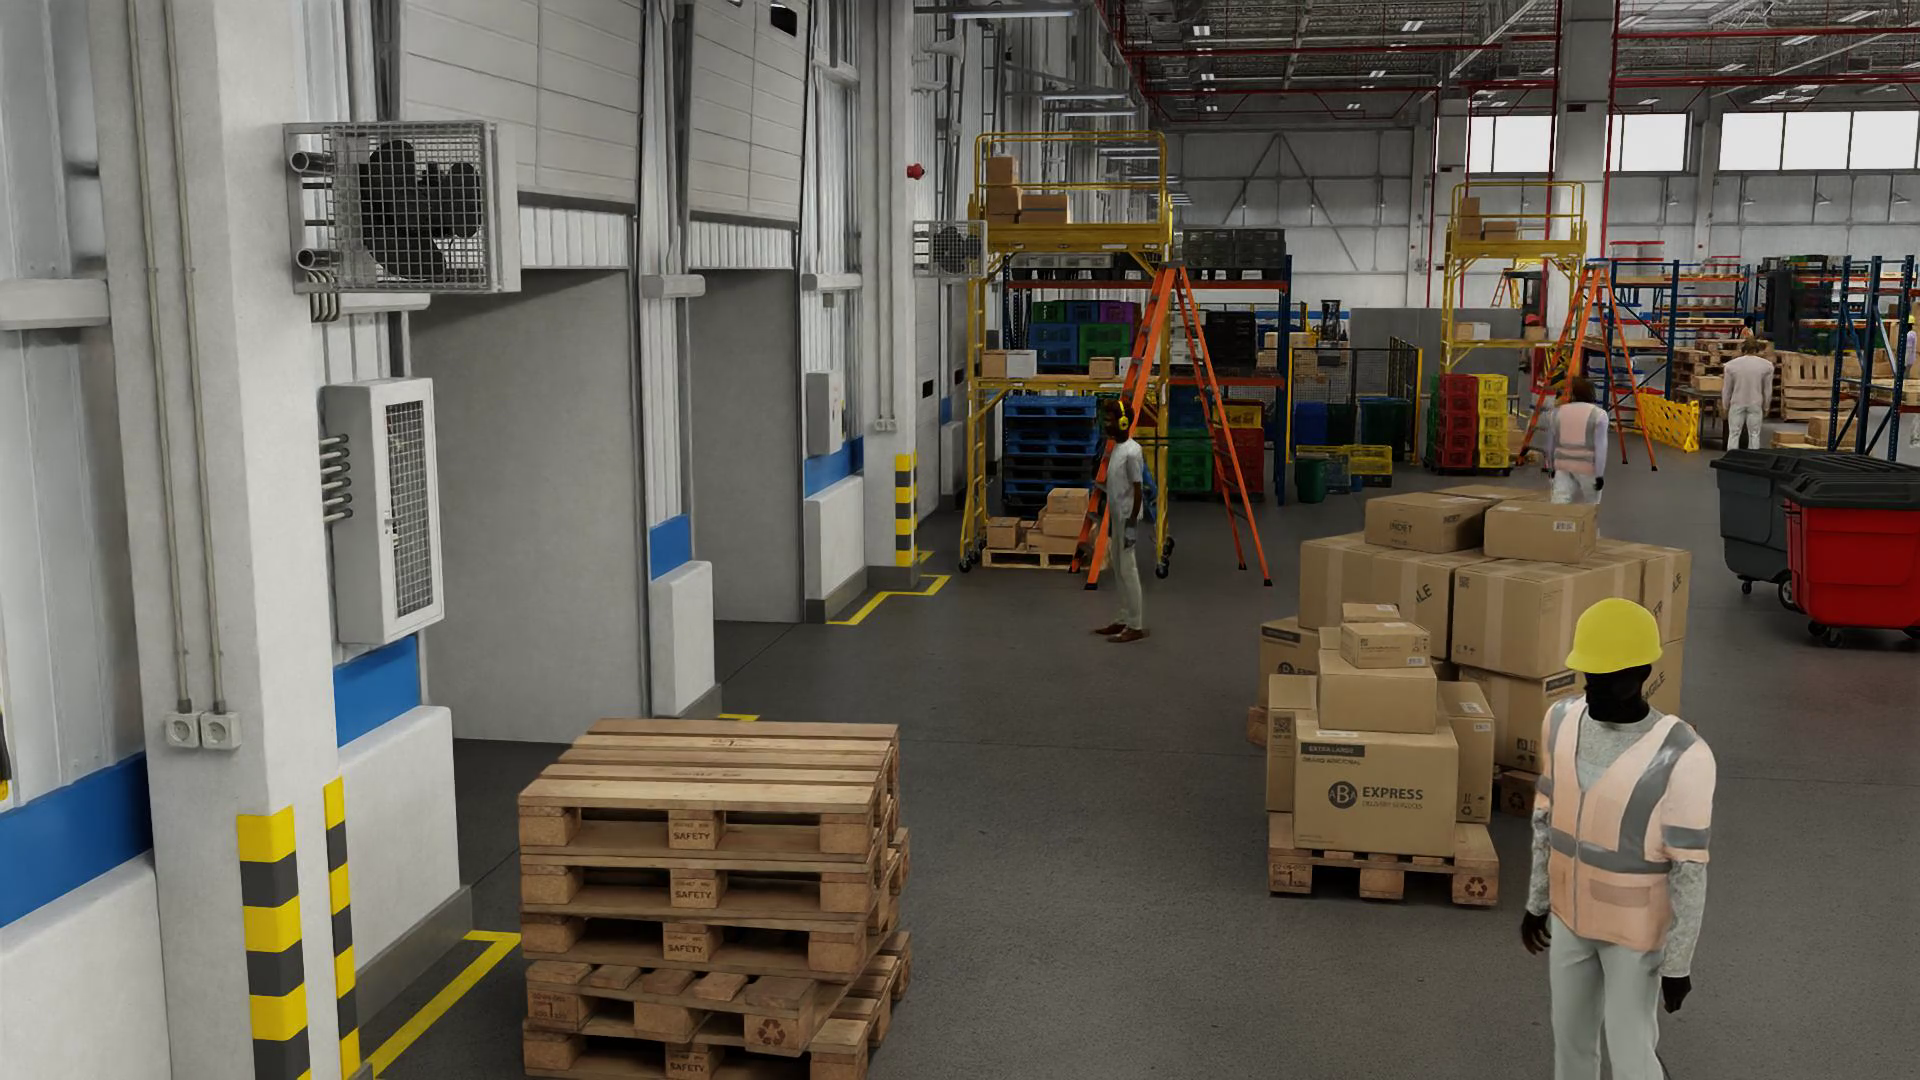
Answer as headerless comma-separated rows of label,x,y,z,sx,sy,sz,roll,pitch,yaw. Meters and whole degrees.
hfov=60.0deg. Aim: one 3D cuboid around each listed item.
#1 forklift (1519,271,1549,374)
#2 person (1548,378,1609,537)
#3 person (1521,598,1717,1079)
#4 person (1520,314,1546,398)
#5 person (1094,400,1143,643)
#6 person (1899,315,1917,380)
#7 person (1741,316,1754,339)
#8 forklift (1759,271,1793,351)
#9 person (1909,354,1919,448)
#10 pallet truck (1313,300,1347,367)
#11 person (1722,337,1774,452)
forklift,16.127,-6.011,45.839,1.873,2.768,1.129,-3,10,-17
person,6.078,-0.692,16.388,0.641,1.800,0.969,9,13,44
person,1.900,1.109,4.897,0.393,1.918,0.589,-5,10,-26
person,12.830,-4.095,37.097,0.575,1.877,0.698,9,13,43
person,1.243,-0.141,12.759,0.309,1.864,0.535,-2,9,-11
person,19.597,-3.692,34.471,0.364,1.927,0.588,5,11,29
person,19.970,-4.833,42.217,0.318,1.696,0.532,7,12,37
forklift,18.867,-4.828,38.544,1.873,2.768,1.129,1,9,9
person,15.515,-2.337,26.714,0.325,1.736,0.487,5,10,27
pallet truck,11.159,-6.200,49.718,0.823,1.965,1.885,4,10,26
person,10.914,-1.847,23.092,0.629,1.931,0.368,4,10,21
